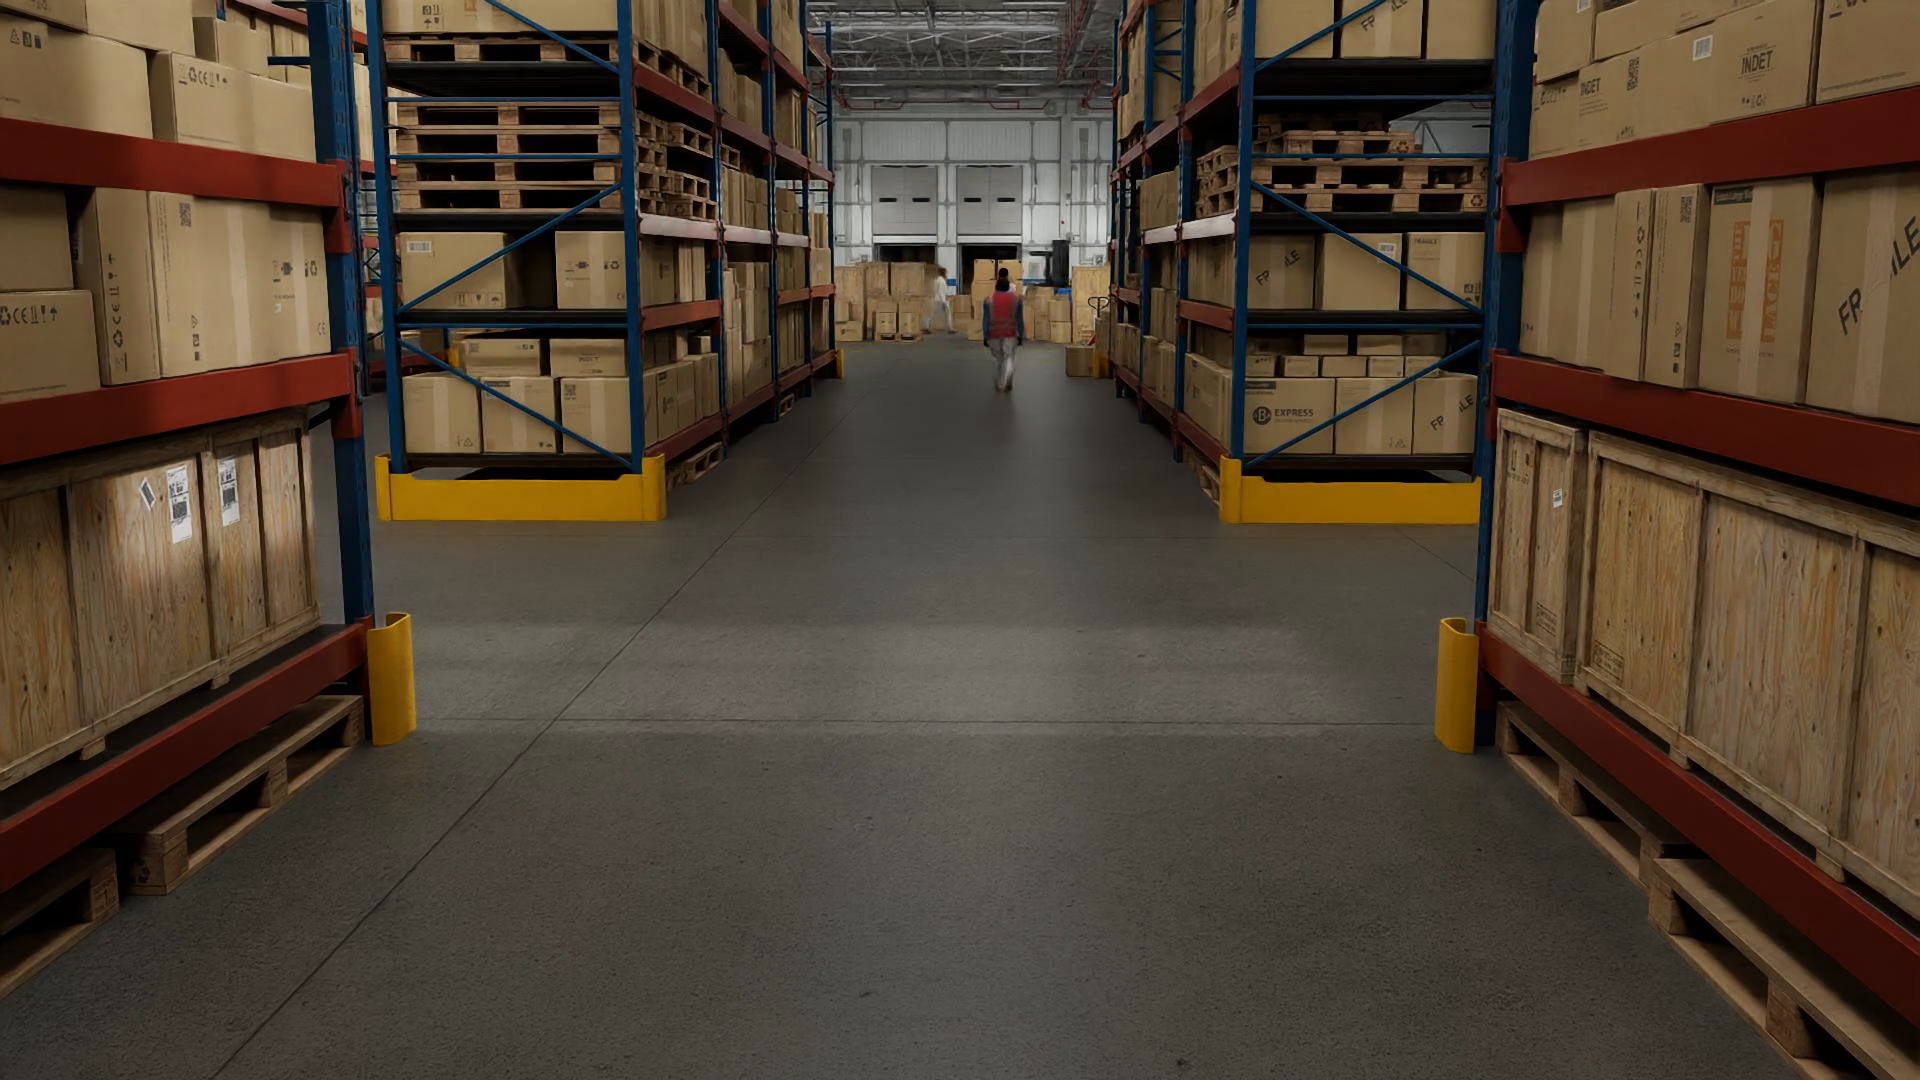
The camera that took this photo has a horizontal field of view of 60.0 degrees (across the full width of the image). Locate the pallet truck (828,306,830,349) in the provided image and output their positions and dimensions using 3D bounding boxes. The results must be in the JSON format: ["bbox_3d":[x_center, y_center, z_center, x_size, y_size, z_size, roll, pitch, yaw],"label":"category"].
[{"bbox_3d":[-3.100,-3.940,29.800,1.885,1.965,0.823,3,10,19],"label":"pallet truck"}]

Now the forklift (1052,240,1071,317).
[{"bbox_3d":[3.659,-9.409,59.924,1.873,2.768,1.129,5,11,27],"label":"forklift"}]

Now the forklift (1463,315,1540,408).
[{"bbox_3d":[6.426,-2.638,19.367,1.129,2.768,1.873,0,9,1],"label":"forklift"}]

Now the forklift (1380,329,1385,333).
[{"bbox_3d":[6.573,-3.874,26.767,1.129,2.768,1.873,0,9,1],"label":"forklift"}]

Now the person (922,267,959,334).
[{"bbox_3d":[-0.581,-6.710,46.734,1.007,1.897,0.645,1,10,6],"label":"person"}]

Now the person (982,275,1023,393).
[{"bbox_3d":[0.661,-3.172,25.712,0.632,1.829,0.610,0,9,1],"label":"person"}]

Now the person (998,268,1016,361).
[{"bbox_3d":[0.956,-4.660,34.370,0.391,1.913,0.587,5,11,28],"label":"person"}]
